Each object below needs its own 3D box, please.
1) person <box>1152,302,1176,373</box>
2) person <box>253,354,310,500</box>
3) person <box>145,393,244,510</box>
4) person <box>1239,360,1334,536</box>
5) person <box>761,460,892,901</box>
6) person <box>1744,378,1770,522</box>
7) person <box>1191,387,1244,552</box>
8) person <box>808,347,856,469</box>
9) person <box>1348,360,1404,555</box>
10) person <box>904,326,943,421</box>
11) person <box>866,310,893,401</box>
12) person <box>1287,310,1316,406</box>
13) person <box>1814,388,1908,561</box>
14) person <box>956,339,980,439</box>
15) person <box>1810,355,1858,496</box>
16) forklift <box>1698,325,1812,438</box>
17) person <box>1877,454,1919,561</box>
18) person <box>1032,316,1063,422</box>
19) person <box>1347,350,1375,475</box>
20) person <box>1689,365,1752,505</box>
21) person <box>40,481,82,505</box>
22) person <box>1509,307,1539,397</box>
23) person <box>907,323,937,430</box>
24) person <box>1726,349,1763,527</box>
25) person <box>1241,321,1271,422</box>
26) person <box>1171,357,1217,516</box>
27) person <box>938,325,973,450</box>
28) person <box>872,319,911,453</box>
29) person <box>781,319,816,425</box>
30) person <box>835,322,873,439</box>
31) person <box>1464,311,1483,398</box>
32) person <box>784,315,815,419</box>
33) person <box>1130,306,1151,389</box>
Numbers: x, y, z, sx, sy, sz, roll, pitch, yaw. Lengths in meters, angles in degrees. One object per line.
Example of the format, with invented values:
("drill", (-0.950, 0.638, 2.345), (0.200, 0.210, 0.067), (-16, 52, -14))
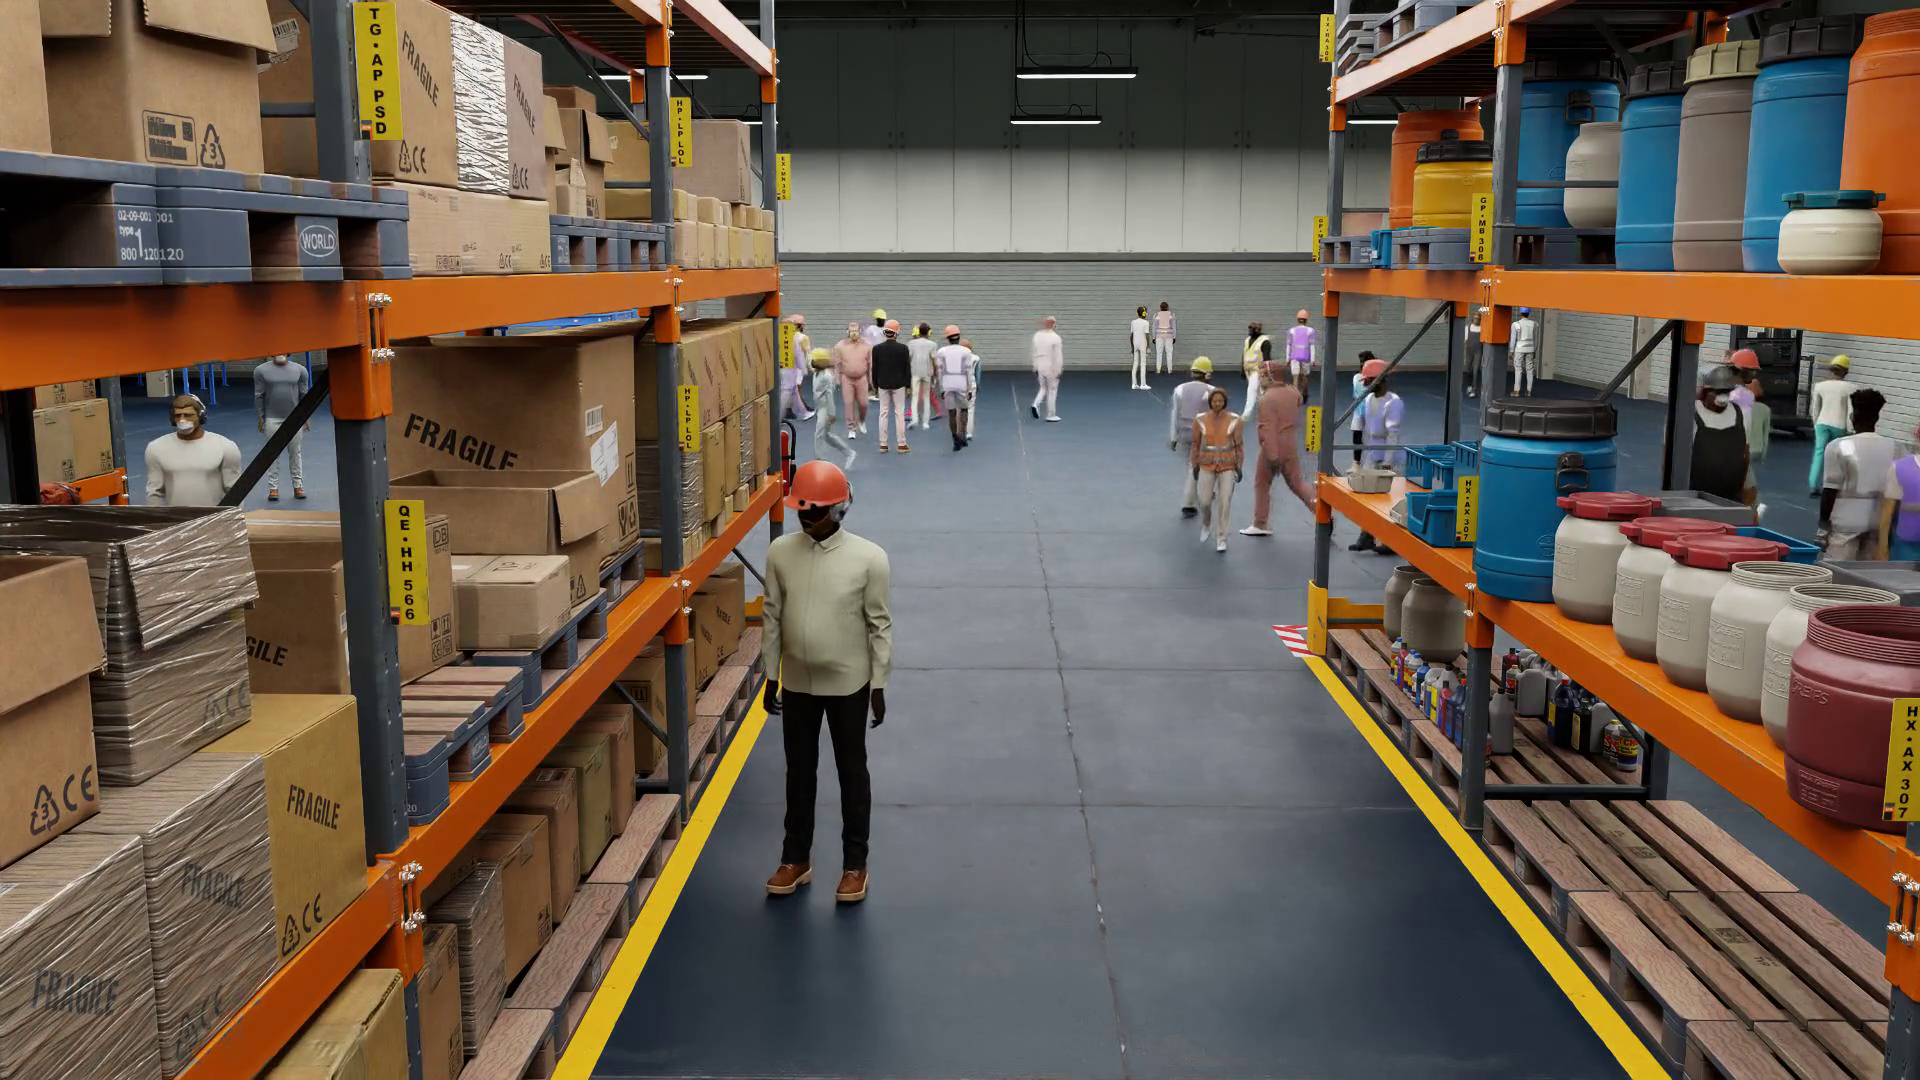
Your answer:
("person", (5.275, -5.226, 42.963), (0.621, 1.838, 0.429), (1, 10, 6))
("person", (-8.191, -1.466, 20.137), (0.627, 1.938, 0.373), (-5, 11, -27))
("person", (-5.391, -0.069, 11.763), (0.629, 1.940, 0.378), (-2, 10, -14))
("person", (3.385, -0.926, 17.202), (0.953, 1.864, 0.670), (9, 13, 43))
("person", (-0.612, 0.627, 7.445), (0.609, 1.988, 0.392), (3, 10, 18))
("person", (8.493, -0.924, 17.829), (0.524, 1.616, 0.509), (-4, 10, -21))
("person", (2.555, -0.704, 16.516), (0.520, 1.627, 0.378), (2, 10, 11))
("person", (-1.770, -1.757, 22.550), (0.740, 1.720, 0.492), (-4, 10, -24))
("person", (4.064, -0.799, 16.224), (0.660, 1.907, 0.564), (-5, 11, -28))
("person", (-0.704, -3.004, 30.013), (0.922, 1.714, 0.542), (-4, 10, -23))
("person", (-1.590, -3.763, 34.057), (0.969, 1.873, 0.615), (9, 13, 43))
("person", (6.837, -3.646, 33.325), (0.569, 1.888, 0.957), (3, 10, 16))
("person", (6.487, -0.116, 12.011), (0.608, 1.956, 0.396), (-1, 9, -3))
("person", (0.077, -2.459, 27.097), (0.525, 1.598, 0.838), (-1, 10, -7))
("person", (10.721, -1.404, 20.404), (0.902, 1.712, 0.542), (-8, 12, -40))
("forklift", (13.248, -3.165, 27.620), (1.129, 2.768, 1.873), (0, 9, 1))
("person", (6.688, 0.048, 11.516), (0.609, 1.778, 0.994), (2, 10, 12))
("person", (1.577, -3.068, 29.852), (0.669, 1.893, 0.487), (9, 13, 44))
("person", (5.548, -1.733, 22.502), (0.677, 1.675, 0.537), (-8, 12, -39))
("person", (6.265, -0.441, 13.813), (0.710, 2.000, 0.943), (0, 9, 2))
("person", (-3.994, 0.673, 7.486), (0.581, 1.882, 0.351), (0, 9, -1))
("person", (12.049, -4.047, 35.563), (0.604, 1.949, 0.398), (-1, 10, -4))
("person", (-0.668, -2.797, 28.469), (0.554, 1.830, 0.684), (1, 9, 3))
("person", (7.638, -0.850, 16.236), (0.966, 2.001, 0.632), (-1, 10, -9))
("person", (5.390, -3.061, 30.105), (0.921, 1.810, 0.639), (-5, 11, -27))
("person", (2.765, -1.186, 18.912), (0.624, 1.780, 0.930), (7, 12, 38))
("person", (-0.068, -2.331, 25.424), (0.550, 1.905, 0.438), (2, 10, 9))
("person", (-1.024, -2.318, 25.067), (0.609, 1.996, 0.379), (3, 10, 15))
("person", (-2.953, -2.982, 29.453), (0.978, 1.849, 0.655), (-6, 11, -34))
("person", (-1.724, -2.607, 27.118), (0.649, 1.888, 0.465), (-1, 10, -7))
("person", (10.929, -3.949, 35.296), (0.521, 1.833, 0.476), (5, 11, 26))
("person", (-2.952, -3.190, 30.641), (0.583, 1.880, 1.008), (7, 12, 37))
("person", (4.082, -4.344, 37.596), (0.533, 1.864, 0.311), (8, 13, 41))
